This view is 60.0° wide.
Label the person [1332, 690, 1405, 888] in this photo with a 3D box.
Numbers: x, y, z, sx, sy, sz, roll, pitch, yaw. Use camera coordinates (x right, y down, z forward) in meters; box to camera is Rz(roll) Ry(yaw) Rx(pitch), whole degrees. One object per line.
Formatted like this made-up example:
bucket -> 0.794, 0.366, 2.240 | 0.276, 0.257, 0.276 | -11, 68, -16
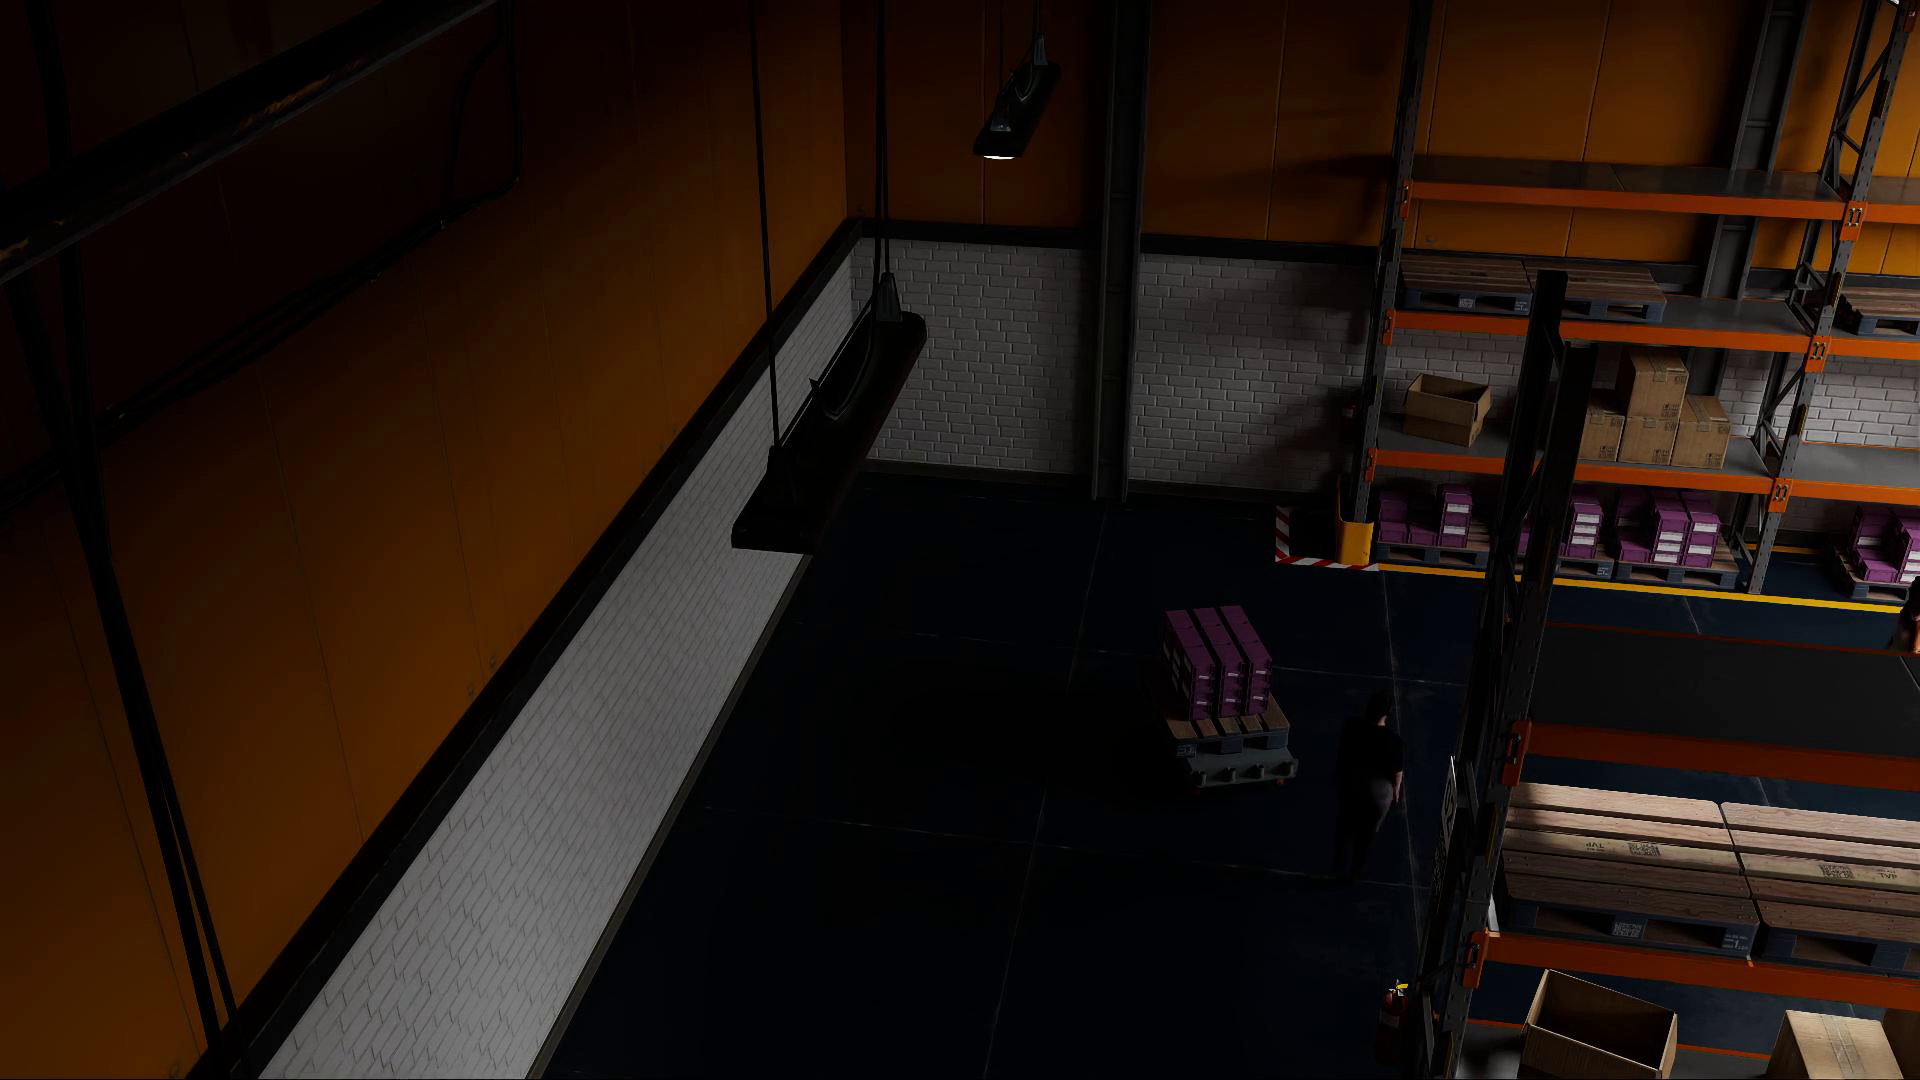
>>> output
person -> 3.033, 1.930, 12.645 | 0.763, 1.746, 0.860 | 22, 35, 34
